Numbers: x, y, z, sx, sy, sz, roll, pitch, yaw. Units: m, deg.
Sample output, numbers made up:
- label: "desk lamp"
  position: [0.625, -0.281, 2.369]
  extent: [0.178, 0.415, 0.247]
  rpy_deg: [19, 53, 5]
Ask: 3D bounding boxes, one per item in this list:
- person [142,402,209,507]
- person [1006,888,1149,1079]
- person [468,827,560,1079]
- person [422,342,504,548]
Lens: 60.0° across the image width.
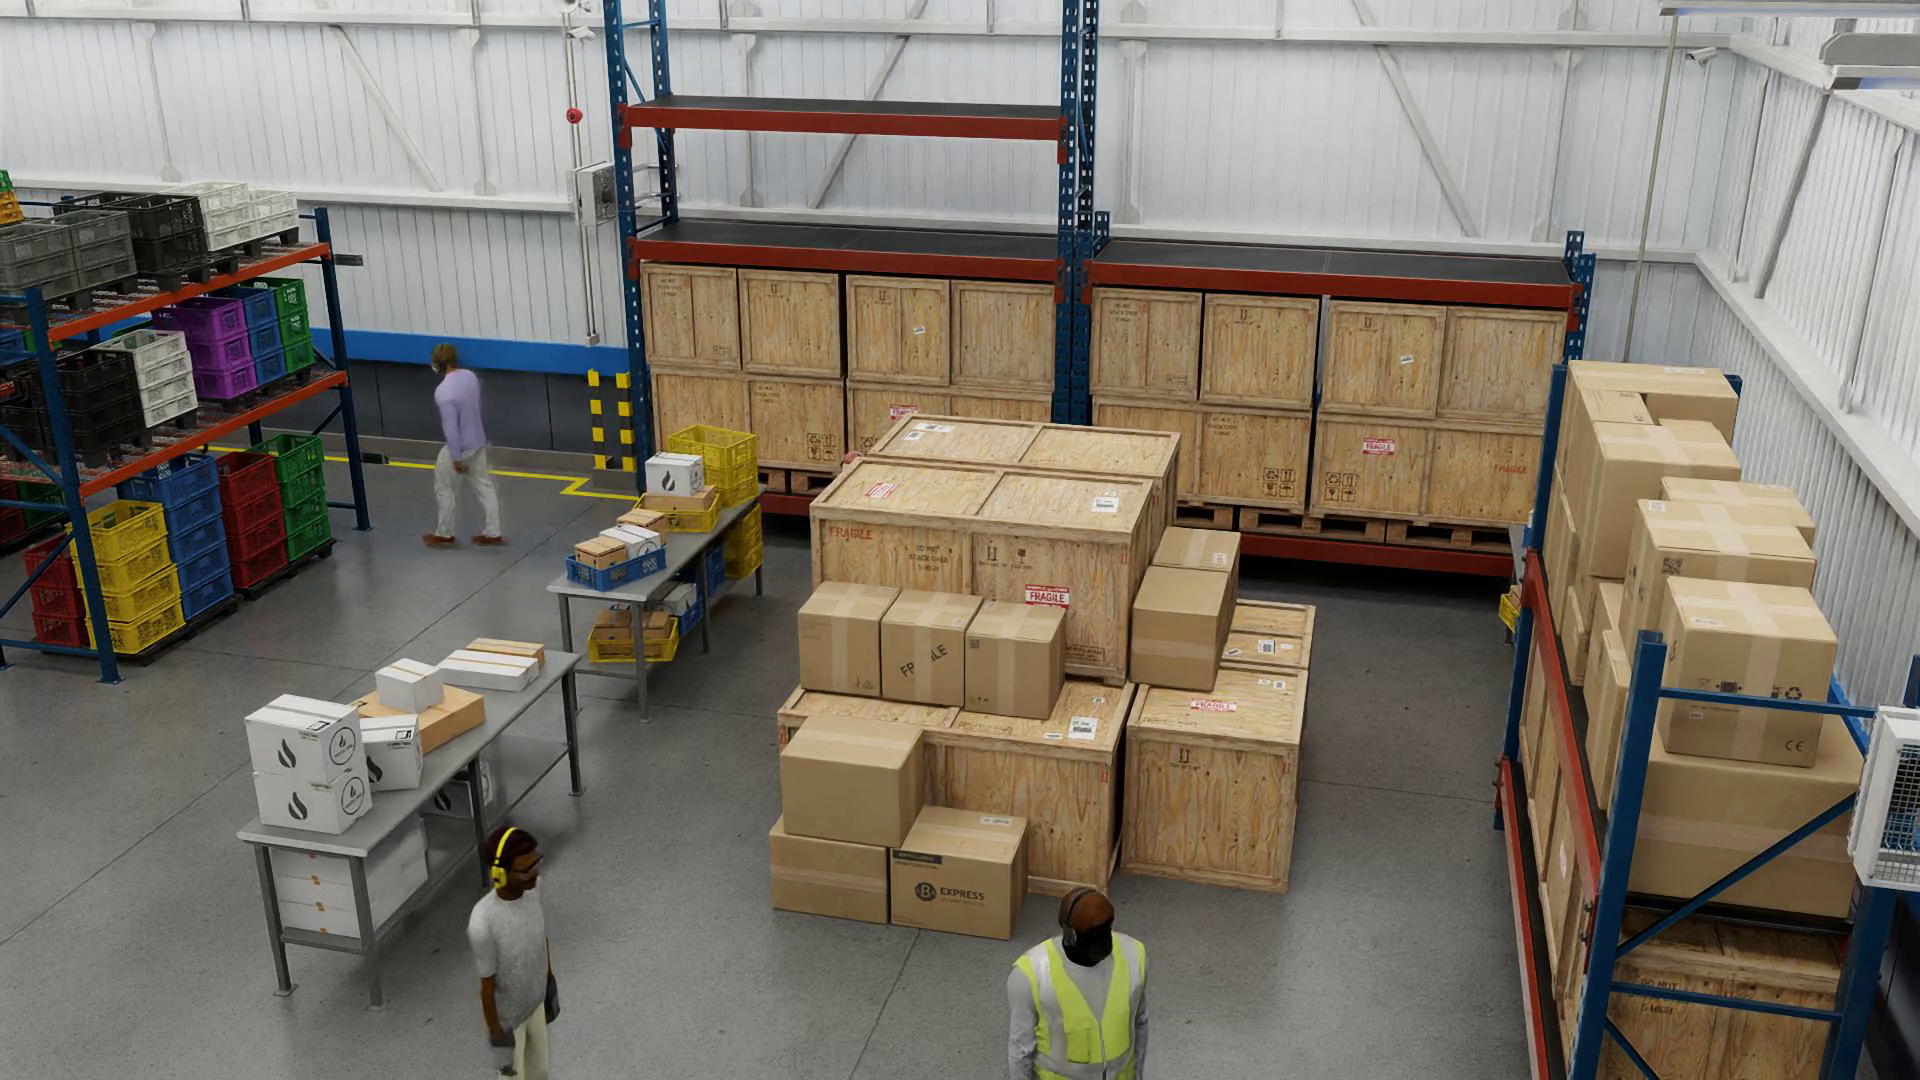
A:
- label: "person"
  position: [-7.175, -0.923, 15.182]
  extent: [0.583, 1.882, 0.350]
  rpy_deg: [-6, 22, -16]
- label: "person"
  position: [0.504, 2.262, 6.905]
  extent: [0.626, 1.844, 0.429]
  rpy_deg: [-8, 22, -19]
- label: "person"
  position: [-1.935, 2.089, 7.350]
  extent: [0.326, 1.856, 0.498]
  rpy_deg: [7, 22, 18]
- label: "person"
  position: [-4.568, -0.849, 14.959]
  extent: [0.848, 1.906, 0.637]
  rpy_deg: [6, 22, 14]
